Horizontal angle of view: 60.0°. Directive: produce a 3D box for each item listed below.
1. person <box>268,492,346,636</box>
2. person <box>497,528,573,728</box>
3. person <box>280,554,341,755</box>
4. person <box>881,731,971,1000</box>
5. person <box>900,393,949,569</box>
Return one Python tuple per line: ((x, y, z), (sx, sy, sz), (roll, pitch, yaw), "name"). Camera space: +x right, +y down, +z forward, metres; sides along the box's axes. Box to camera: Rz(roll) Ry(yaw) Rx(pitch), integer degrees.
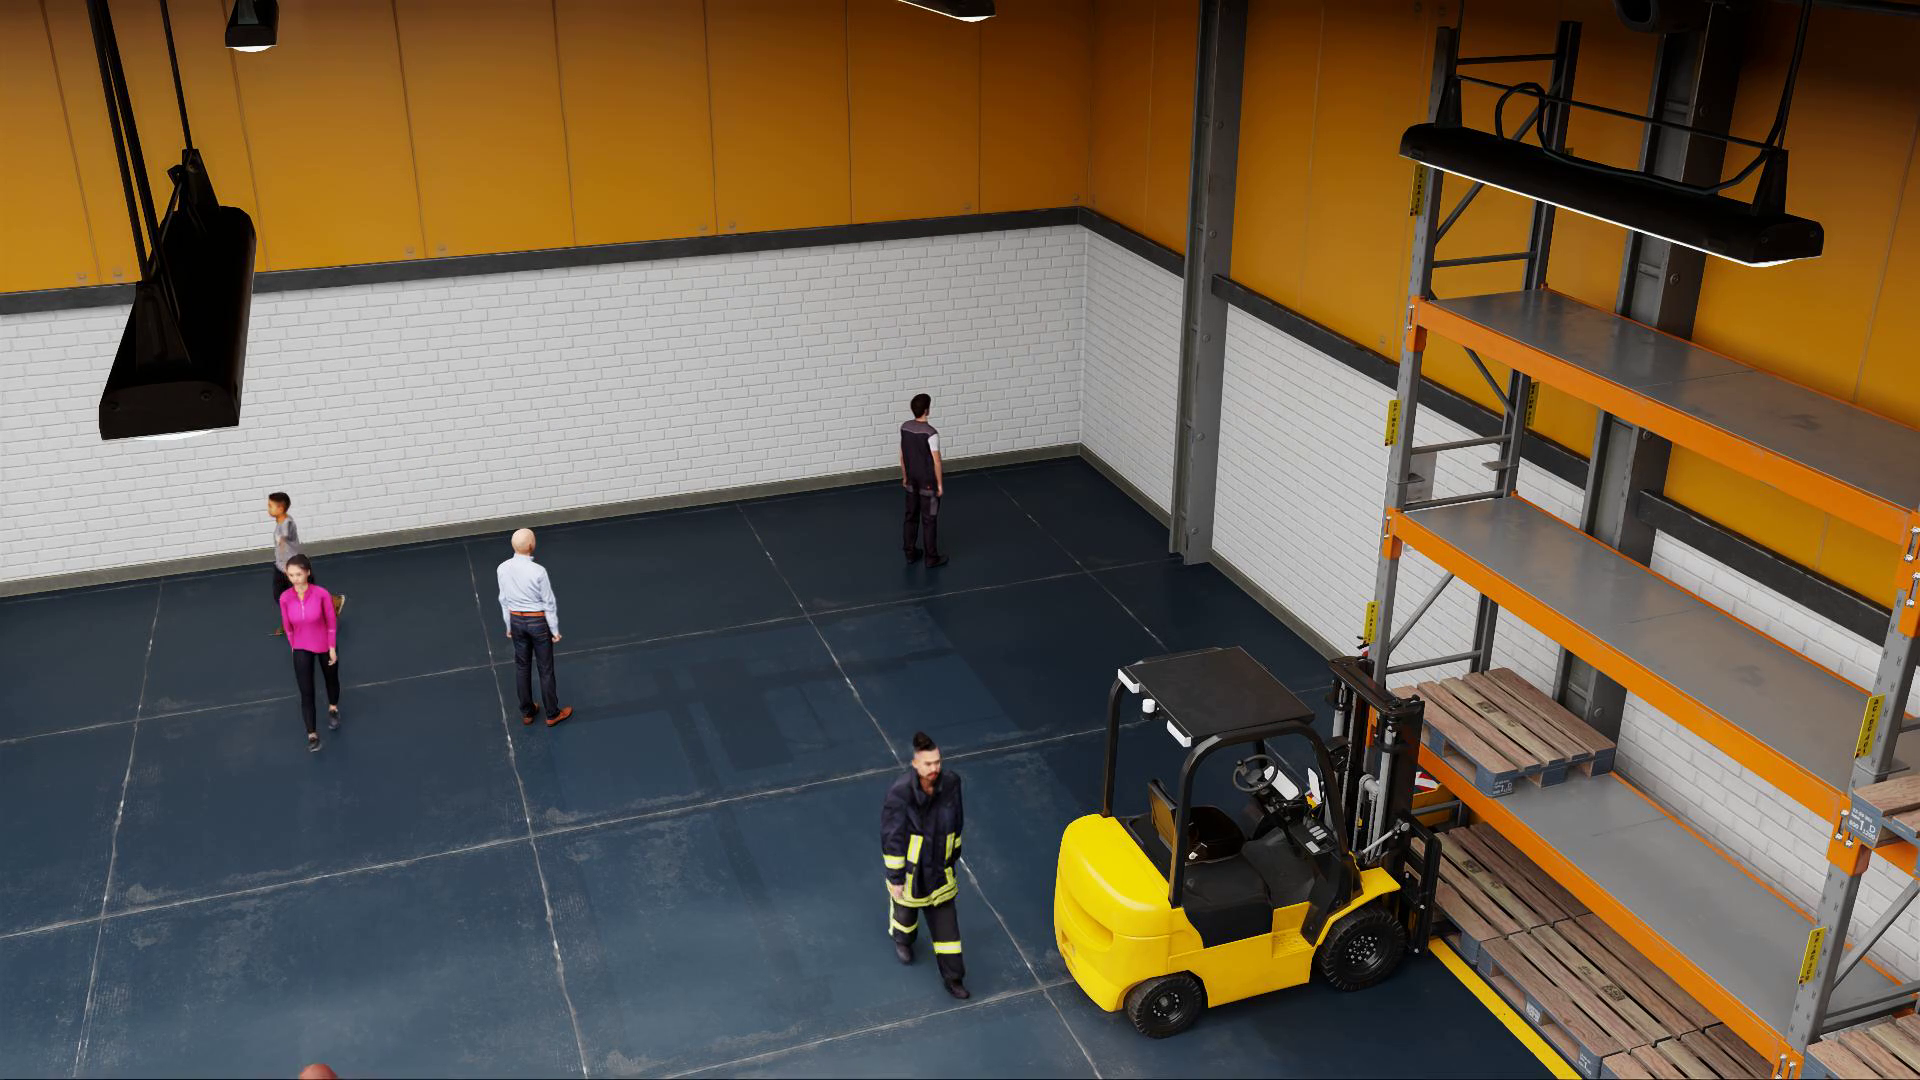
((-6.303, 0.169, 15.803), (0.838, 1.439, 0.971), (-18, 30, -36), "person")
((-3.623, 0.735, 14.068), (0.738, 1.791, 0.750), (5, 24, 11), "person")
((-5.374, 0.874, 13.915), (0.640, 1.660, 1.073), (-6, 24, -14), "person")
((-0.284, 2.068, 10.977), (0.760, 1.825, 1.111), (-8, 25, -17), "person")
((-0.397, -0.614, 17.084), (0.697, 1.848, 0.801), (17, 29, 33), "person")
